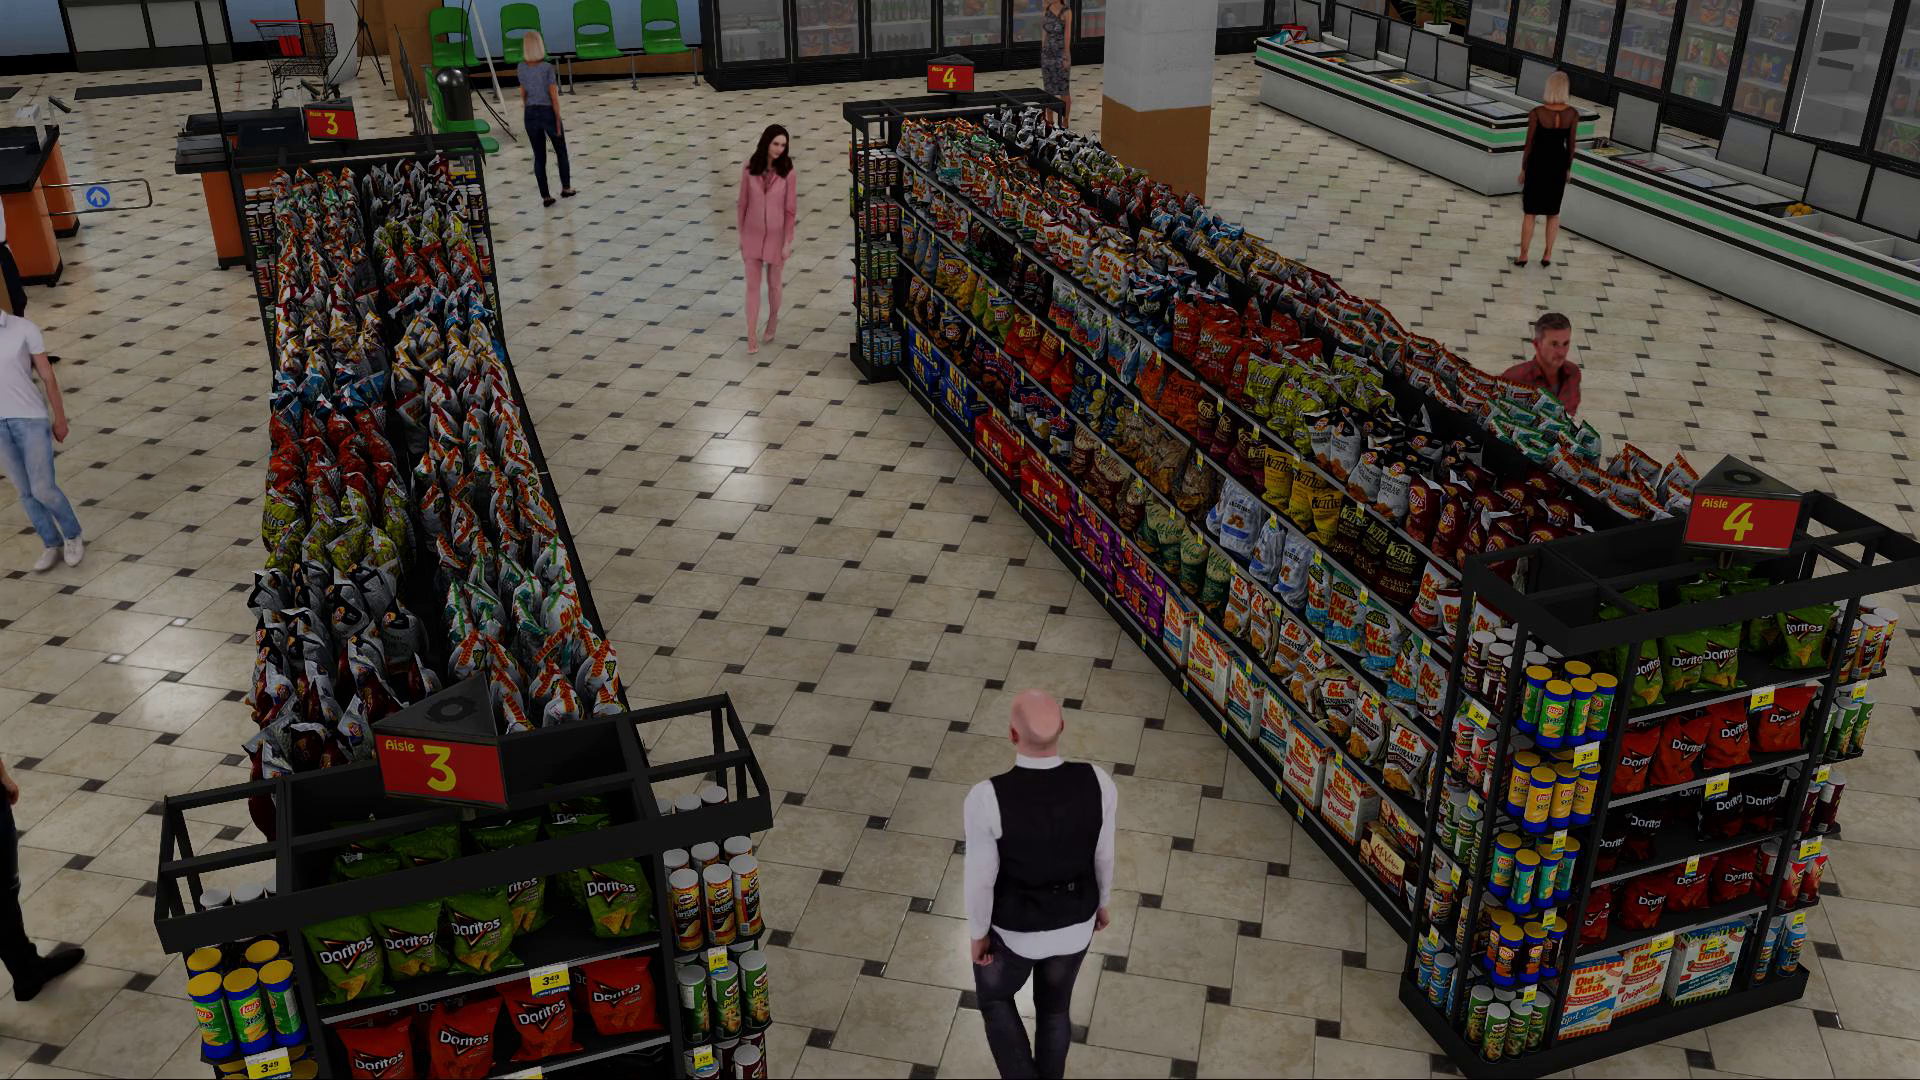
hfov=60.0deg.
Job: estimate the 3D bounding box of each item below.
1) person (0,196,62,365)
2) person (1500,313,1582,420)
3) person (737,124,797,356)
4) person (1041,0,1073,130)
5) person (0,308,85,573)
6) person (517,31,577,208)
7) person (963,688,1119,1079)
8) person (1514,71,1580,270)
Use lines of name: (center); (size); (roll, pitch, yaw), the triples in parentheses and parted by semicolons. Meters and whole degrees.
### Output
person: (-7.342, -2.135, 12.417); (0.688, 1.850, 0.804); (-10, 29, -19)
person: (3.021, -0.393, 9.058); (0.834, 1.782, 1.227); (-5, 27, -11)
person: (-1.474, -2.361, 12.963); (0.877, 1.760, 1.075); (3, 27, 6)
person: (1.143, -5.654, 19.521); (0.588, 1.701, 0.696); (21, 34, 36)
person: (-5.407, -0.713, 9.627); (0.736, 1.838, 0.732); (0, 27, 0)
person: (-4.202, -4.167, 16.587); (0.749, 1.702, 0.860); (3, 27, 6)
person: (0.288, 1.358, 5.578); (0.740, 1.806, 0.901); (-6, 28, -12)
person: (5.207, -3.274, 14.779); (0.673, 1.746, 0.666); (3, 27, 7)
